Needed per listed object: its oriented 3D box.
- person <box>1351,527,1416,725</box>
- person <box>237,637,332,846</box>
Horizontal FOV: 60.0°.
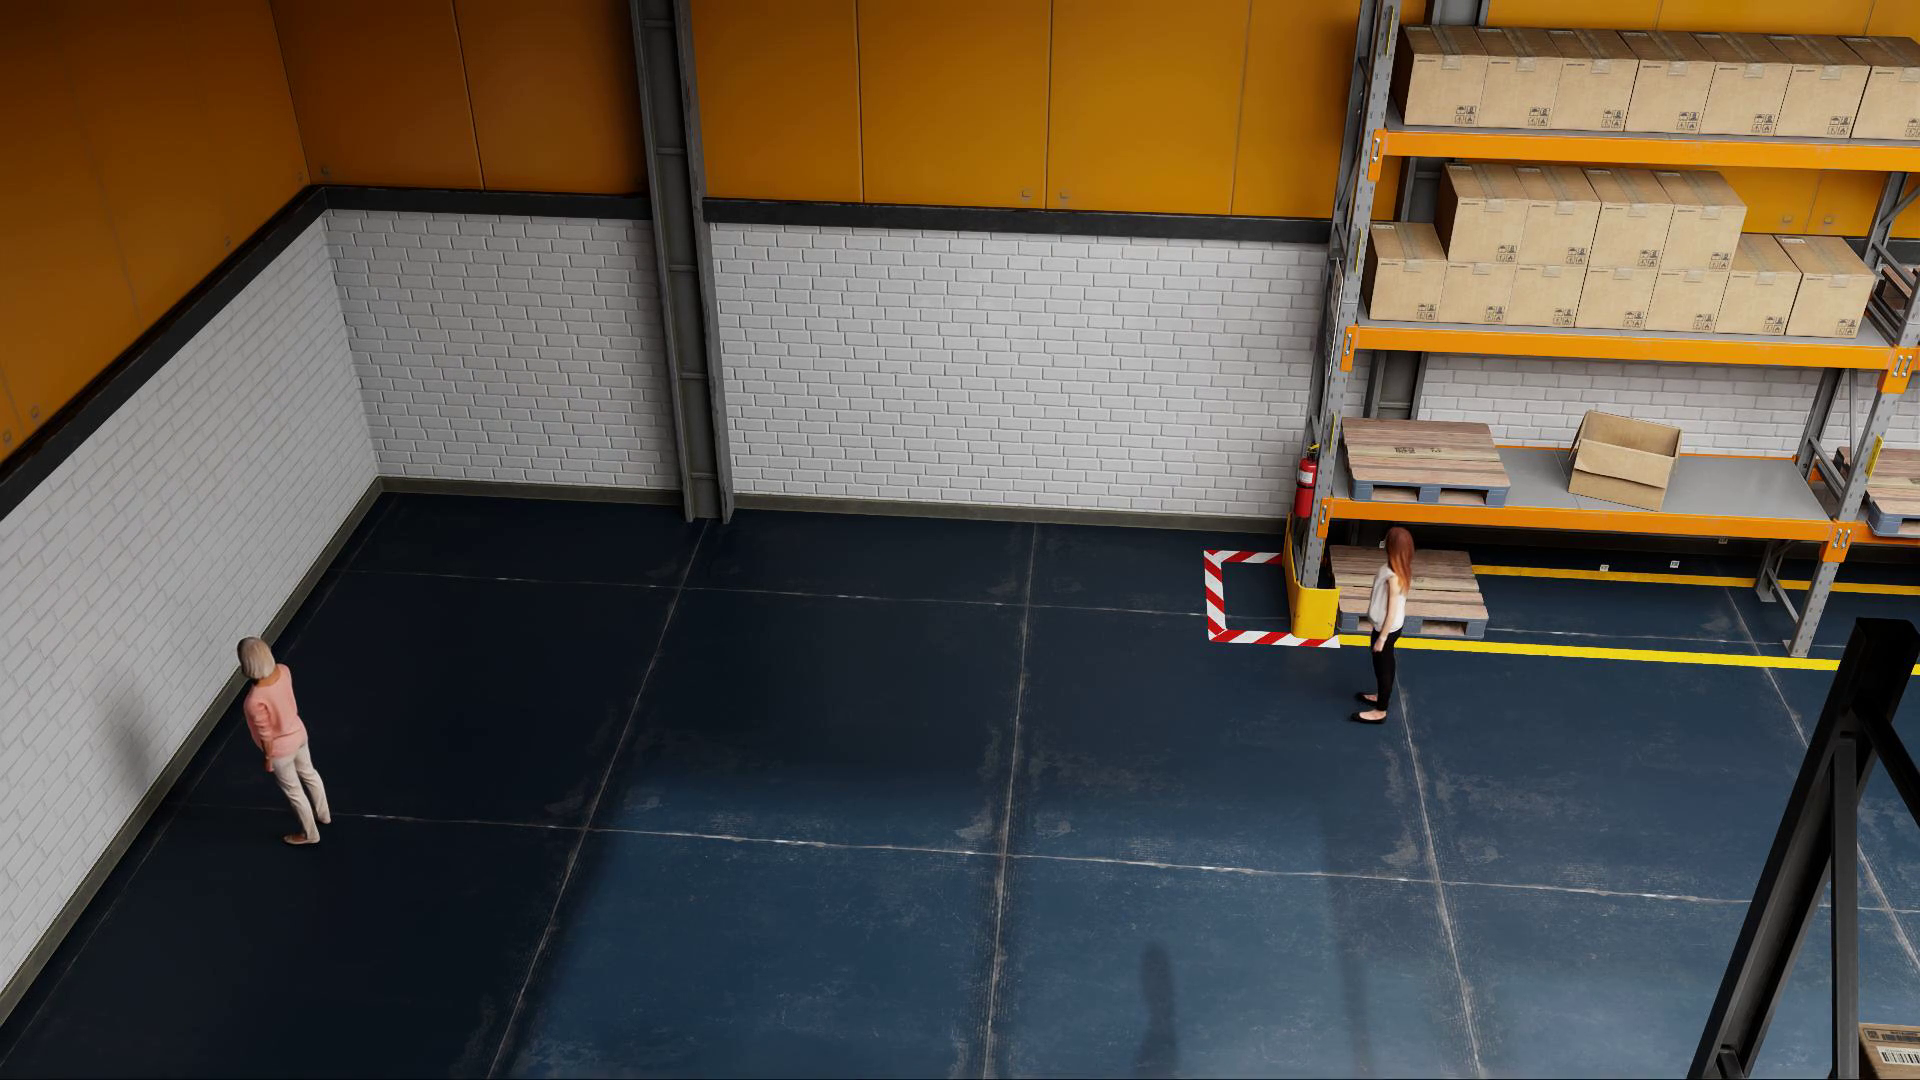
[{"bbox_3d":[3.217,0.635,12.486,0.591,1.720,0.631,12,35,17],"label":"person"},{"bbox_3d":[-4.628,1.367,11.380,0.541,1.724,0.615,6,34,8],"label":"person"}]
